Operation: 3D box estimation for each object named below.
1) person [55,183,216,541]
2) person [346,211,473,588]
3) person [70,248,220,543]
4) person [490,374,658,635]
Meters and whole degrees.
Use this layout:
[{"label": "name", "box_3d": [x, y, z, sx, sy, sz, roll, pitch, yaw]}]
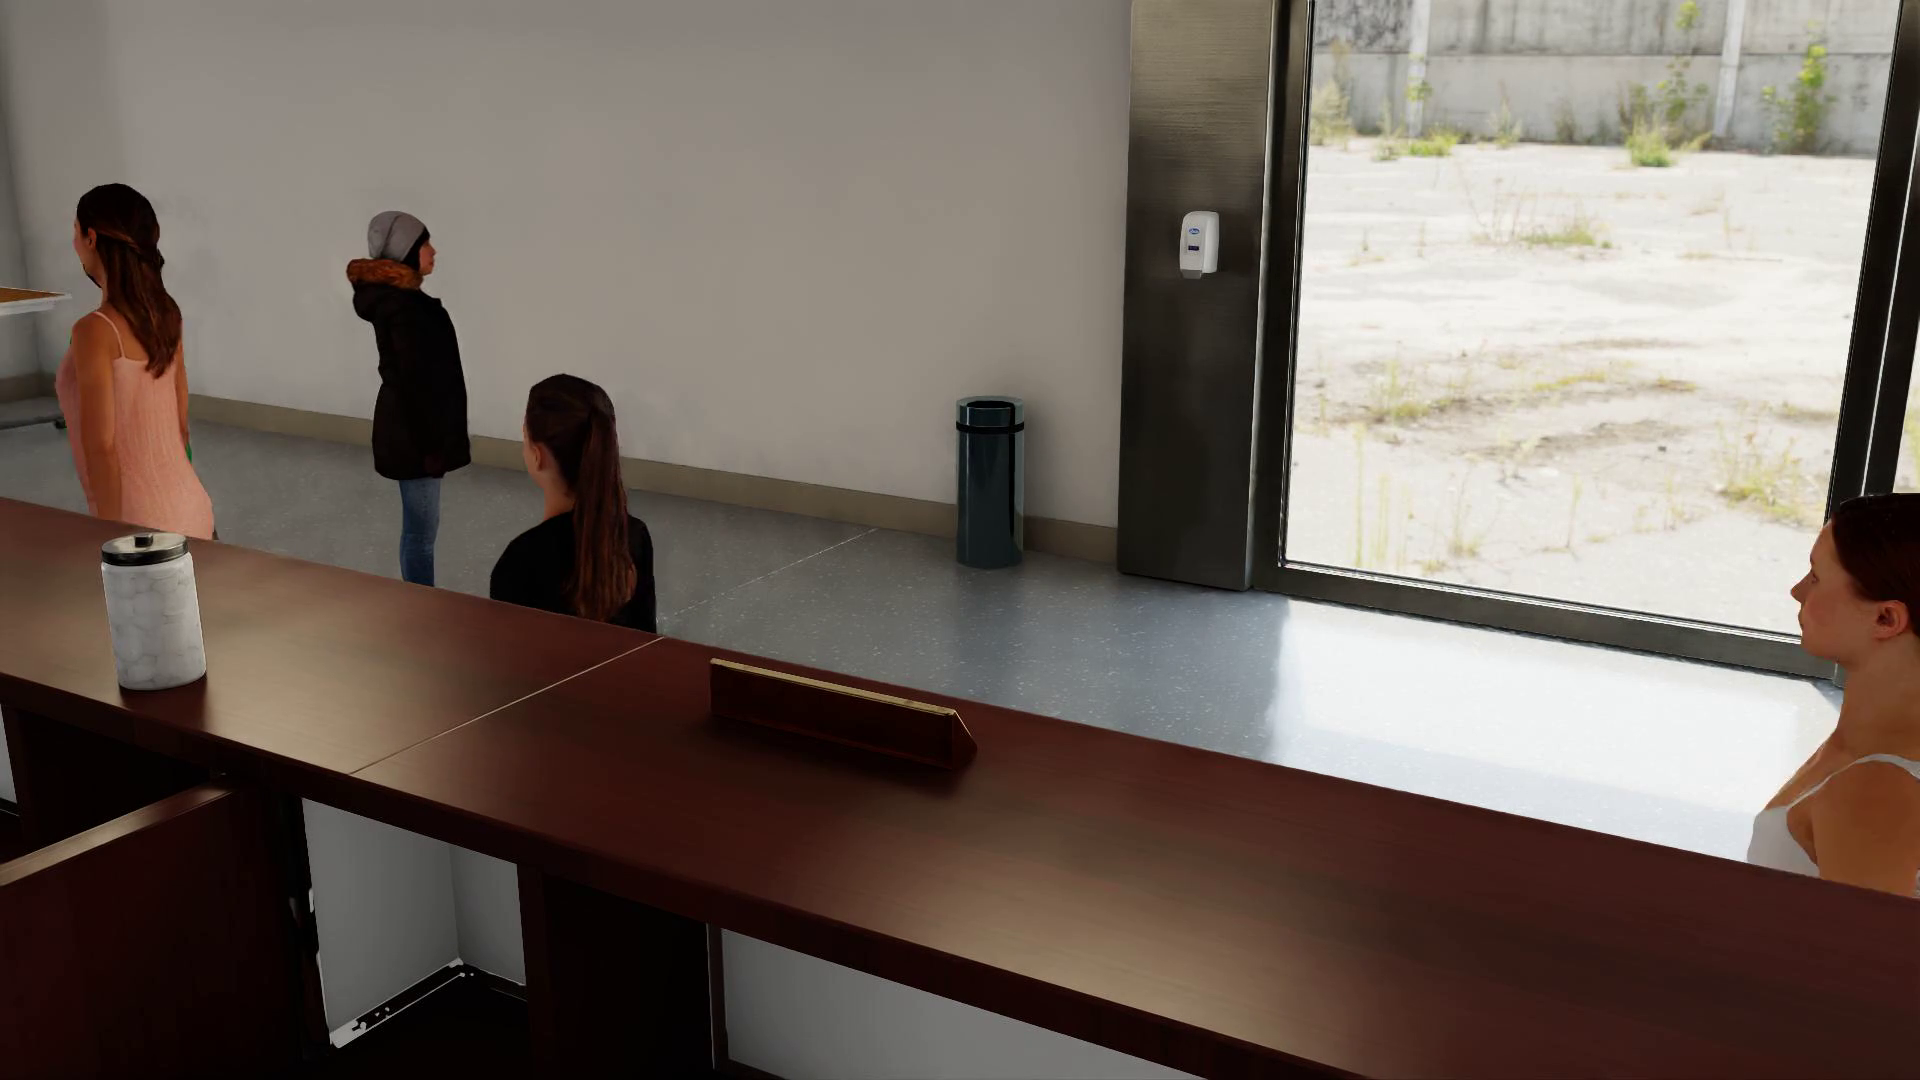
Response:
[{"label": "person", "box_3d": [-2.079, -0.007, 4.428, 0.781, 1.814, 0.724, 2, 16, 7]}, {"label": "person", "box_3d": [-2.000, -0.387, 6.111, 0.791, 1.632, 0.744, -6, 17, -19]}, {"label": "person", "box_3d": [-2.707, -0.179, 5.373, 0.760, 1.633, 0.787, 4, 16, 15]}, {"label": "person", "box_3d": [-0.702, 0.467, 3.289, 0.694, 1.521, 1.000, 12, 19, 36]}]
